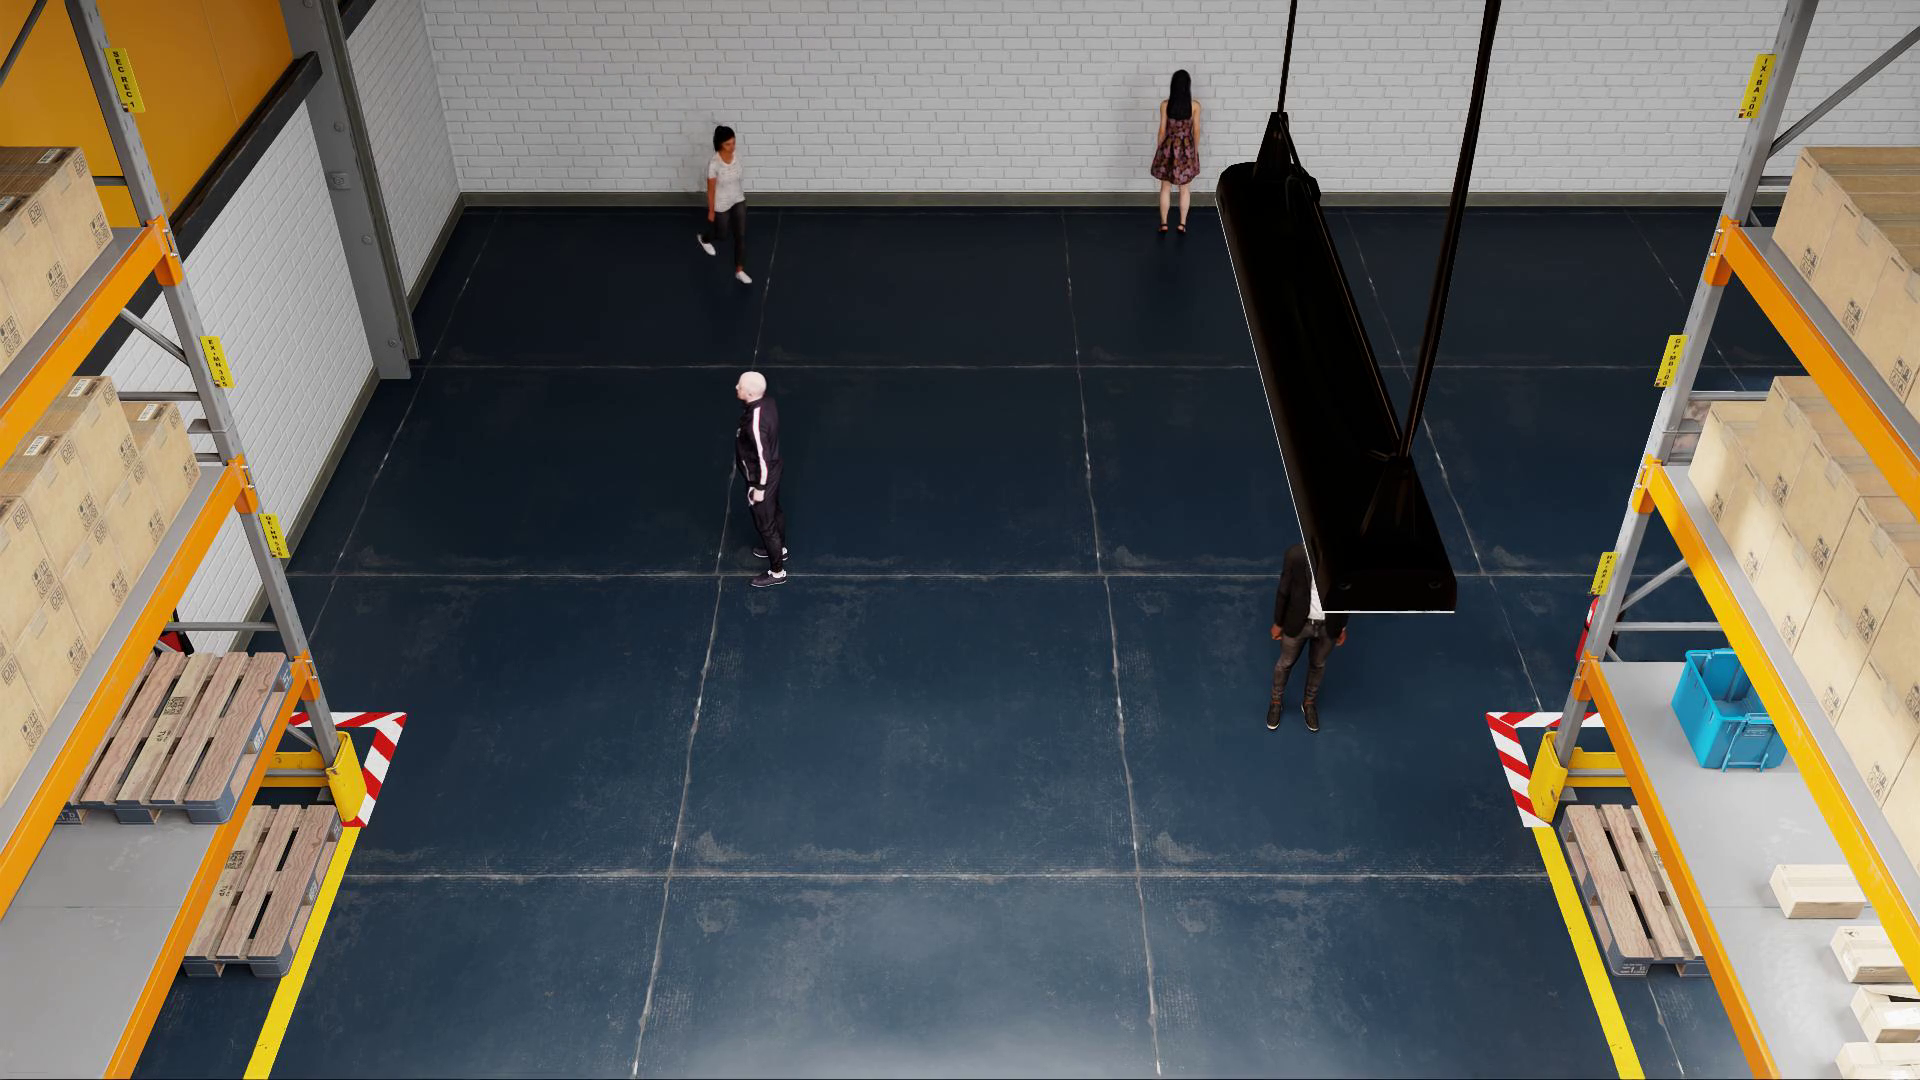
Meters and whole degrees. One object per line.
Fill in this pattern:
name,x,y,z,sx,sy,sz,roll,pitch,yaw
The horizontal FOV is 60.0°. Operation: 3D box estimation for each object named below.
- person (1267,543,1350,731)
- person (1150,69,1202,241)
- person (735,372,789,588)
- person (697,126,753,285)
person,2.362,0.542,11.203,0.668,1.801,0.546,2,39,2
person,2.183,-3.882,16.765,0.663,1.774,0.665,2,39,2
person,-1.467,-0.476,12.450,0.732,1.836,0.491,0,39,-1
person,-2.311,-3.293,16.164,0.969,1.603,1.049,-30,48,-32
